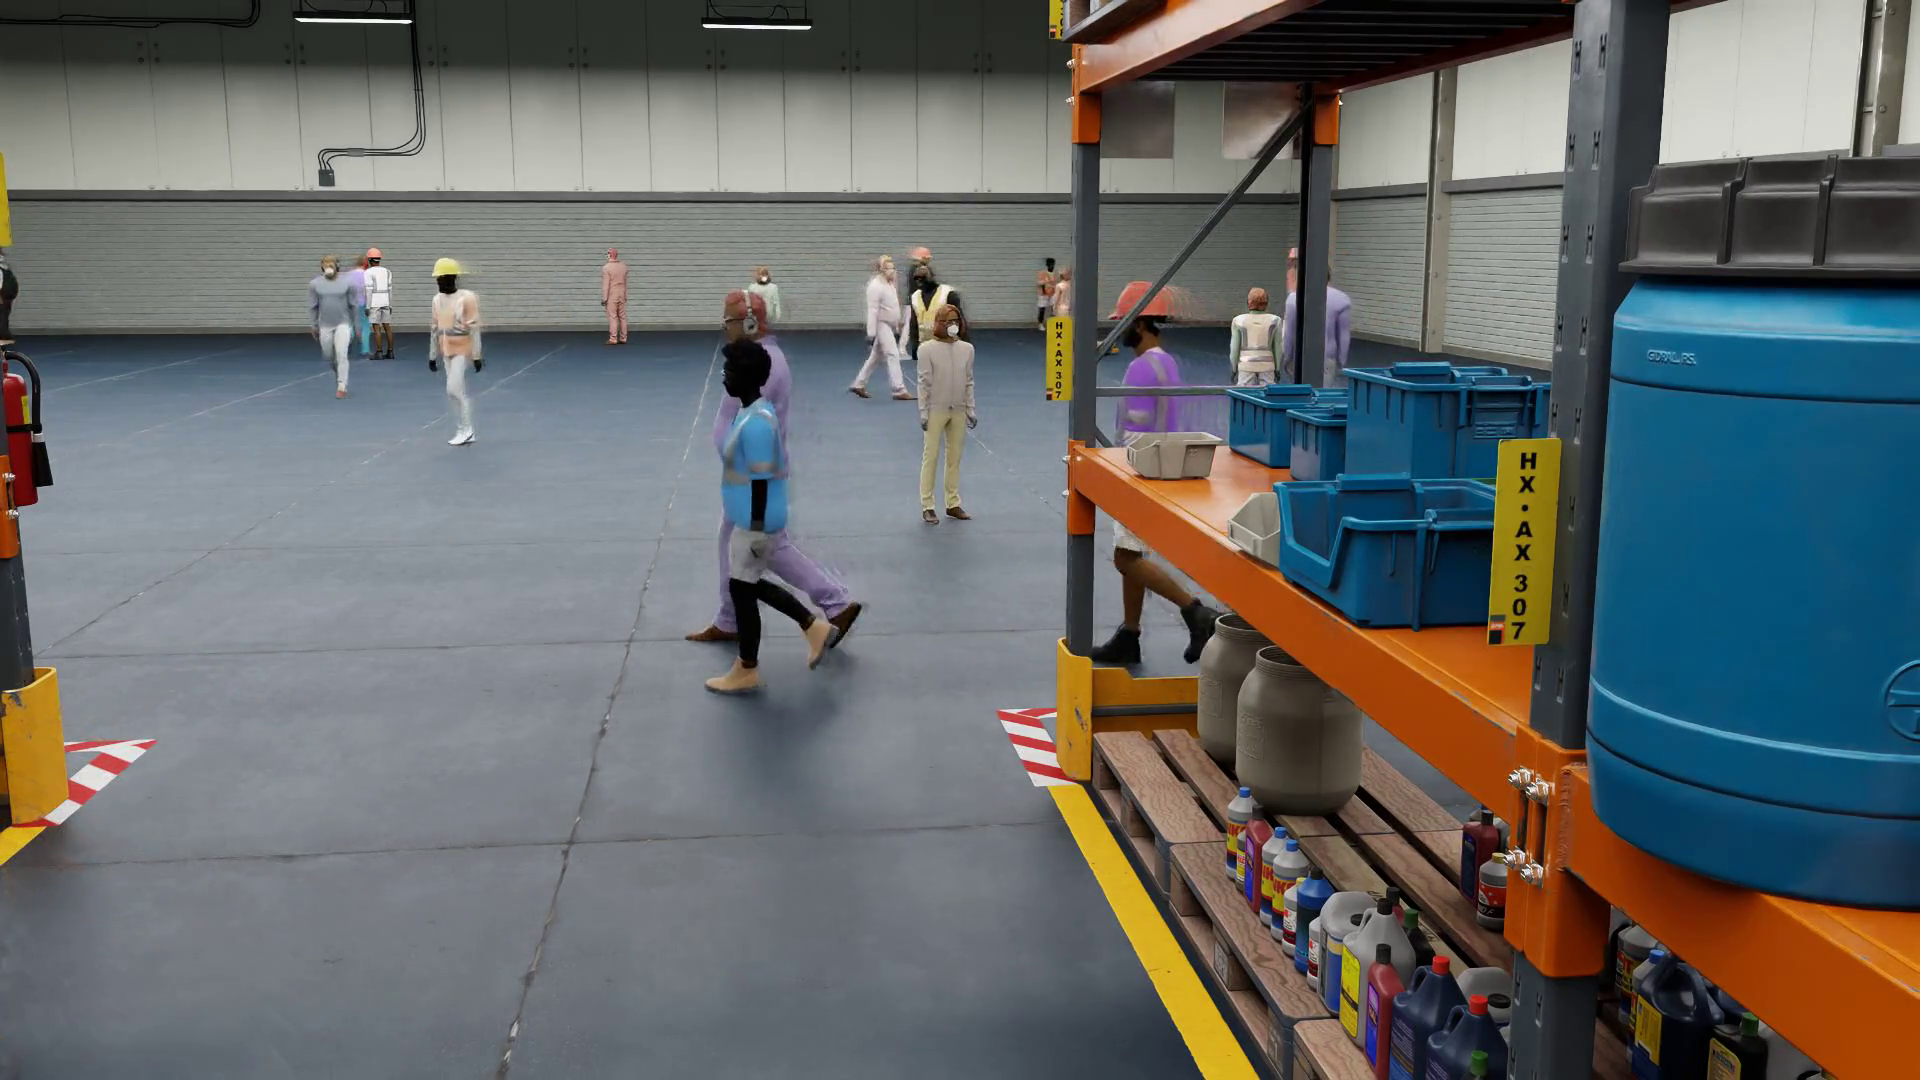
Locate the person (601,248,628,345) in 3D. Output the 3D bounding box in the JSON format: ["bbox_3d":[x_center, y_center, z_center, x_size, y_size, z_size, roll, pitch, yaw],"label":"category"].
[{"bbox_3d":[-6.855,-4.812,32.915,0.406,1.911,0.638,7,12,33],"label":"person"}]

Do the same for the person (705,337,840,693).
[{"bbox_3d":[-0.898,-0.107,7.728,0.551,1.679,0.542,-1,10,-5],"label":"person"}]

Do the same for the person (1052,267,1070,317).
[{"bbox_3d":[1.831,-3.930,28.900,0.749,1.611,0.524,9,13,39],"label":"person"}]

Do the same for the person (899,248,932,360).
[{"bbox_3d":[-0.634,-4.066,28.741,1.034,1.938,0.619,4,11,19],"label":"person"}]

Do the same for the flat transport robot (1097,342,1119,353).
[{"bbox_3d":[2.255,-3.449,29.933,0.652,0.197,1.431,6,12,31],"label":"flat transport robot"}]

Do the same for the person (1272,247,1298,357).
[{"bbox_3d":[5.717,-4.016,28.426,1.007,1.940,0.629,-7,12,-33],"label":"person"}]

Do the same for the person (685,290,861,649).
[{"bbox_3d":[-0.976,-0.350,8.590,0.864,1.878,0.640,-1,10,-5],"label":"person"}]

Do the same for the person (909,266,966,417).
[{"bbox_3d":[-0.252,-2.258,19.227,0.668,1.802,0.592,6,12,31],"label":"person"}]

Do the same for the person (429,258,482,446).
[{"bbox_3d":[-5.195,-1.908,16.977,0.624,1.907,0.557,7,12,33],"label":"person"}]

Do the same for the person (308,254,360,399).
[{"bbox_3d":[-8.329,-2.859,22.220,0.635,1.919,0.784,-1,10,-5],"label":"person"}]

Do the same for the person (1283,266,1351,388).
[{"bbox_3d":[3.502,-1.800,16.412,0.623,1.912,0.569,1,10,5],"label":"person"}]

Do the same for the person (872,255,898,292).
[{"bbox_3d":[-1.538,-4.955,34.088,0.533,1.766,0.315,1,10,7],"label":"person"}]

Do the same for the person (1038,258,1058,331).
[{"bbox_3d":[2.018,-5.518,37.480,0.526,1.640,0.882,-5,12,-27],"label":"person"}]

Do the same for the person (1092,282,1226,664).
[{"bbox_3d":[0.960,-0.301,8.163,0.656,1.917,0.555,4,11,19],"label":"person"}]

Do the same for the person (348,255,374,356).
[{"bbox_3d":[-10.666,-4.157,29.560,0.612,1.817,0.533,5,11,24],"label":"person"}]

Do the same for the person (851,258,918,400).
[{"bbox_3d":[-1.031,-2.771,21.858,0.969,1.867,0.656,3,11,15],"label":"person"}]

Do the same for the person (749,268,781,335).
[{"bbox_3d":[-3.296,-3.796,28.188,0.523,1.585,0.825,-3,11,-17],"label":"person"}]

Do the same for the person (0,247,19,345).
[{"bbox_3d":[-18.884,-4.870,32.870,0.535,2.000,0.836,-2,11,-11],"label":"person"}]

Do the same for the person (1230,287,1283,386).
[{"bbox_3d":[2.895,-1.646,16.291,0.514,1.641,0.315,1,10,5],"label":"person"}]

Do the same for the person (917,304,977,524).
[{"bbox_3d":[-0.097,-0.946,12.474,0.498,1.634,0.284,-7,12,-32],"label":"person"}]

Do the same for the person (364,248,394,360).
[{"bbox_3d":[-10.127,-4.095,28.906,0.374,1.935,0.552,6,12,30],"label":"person"}]
